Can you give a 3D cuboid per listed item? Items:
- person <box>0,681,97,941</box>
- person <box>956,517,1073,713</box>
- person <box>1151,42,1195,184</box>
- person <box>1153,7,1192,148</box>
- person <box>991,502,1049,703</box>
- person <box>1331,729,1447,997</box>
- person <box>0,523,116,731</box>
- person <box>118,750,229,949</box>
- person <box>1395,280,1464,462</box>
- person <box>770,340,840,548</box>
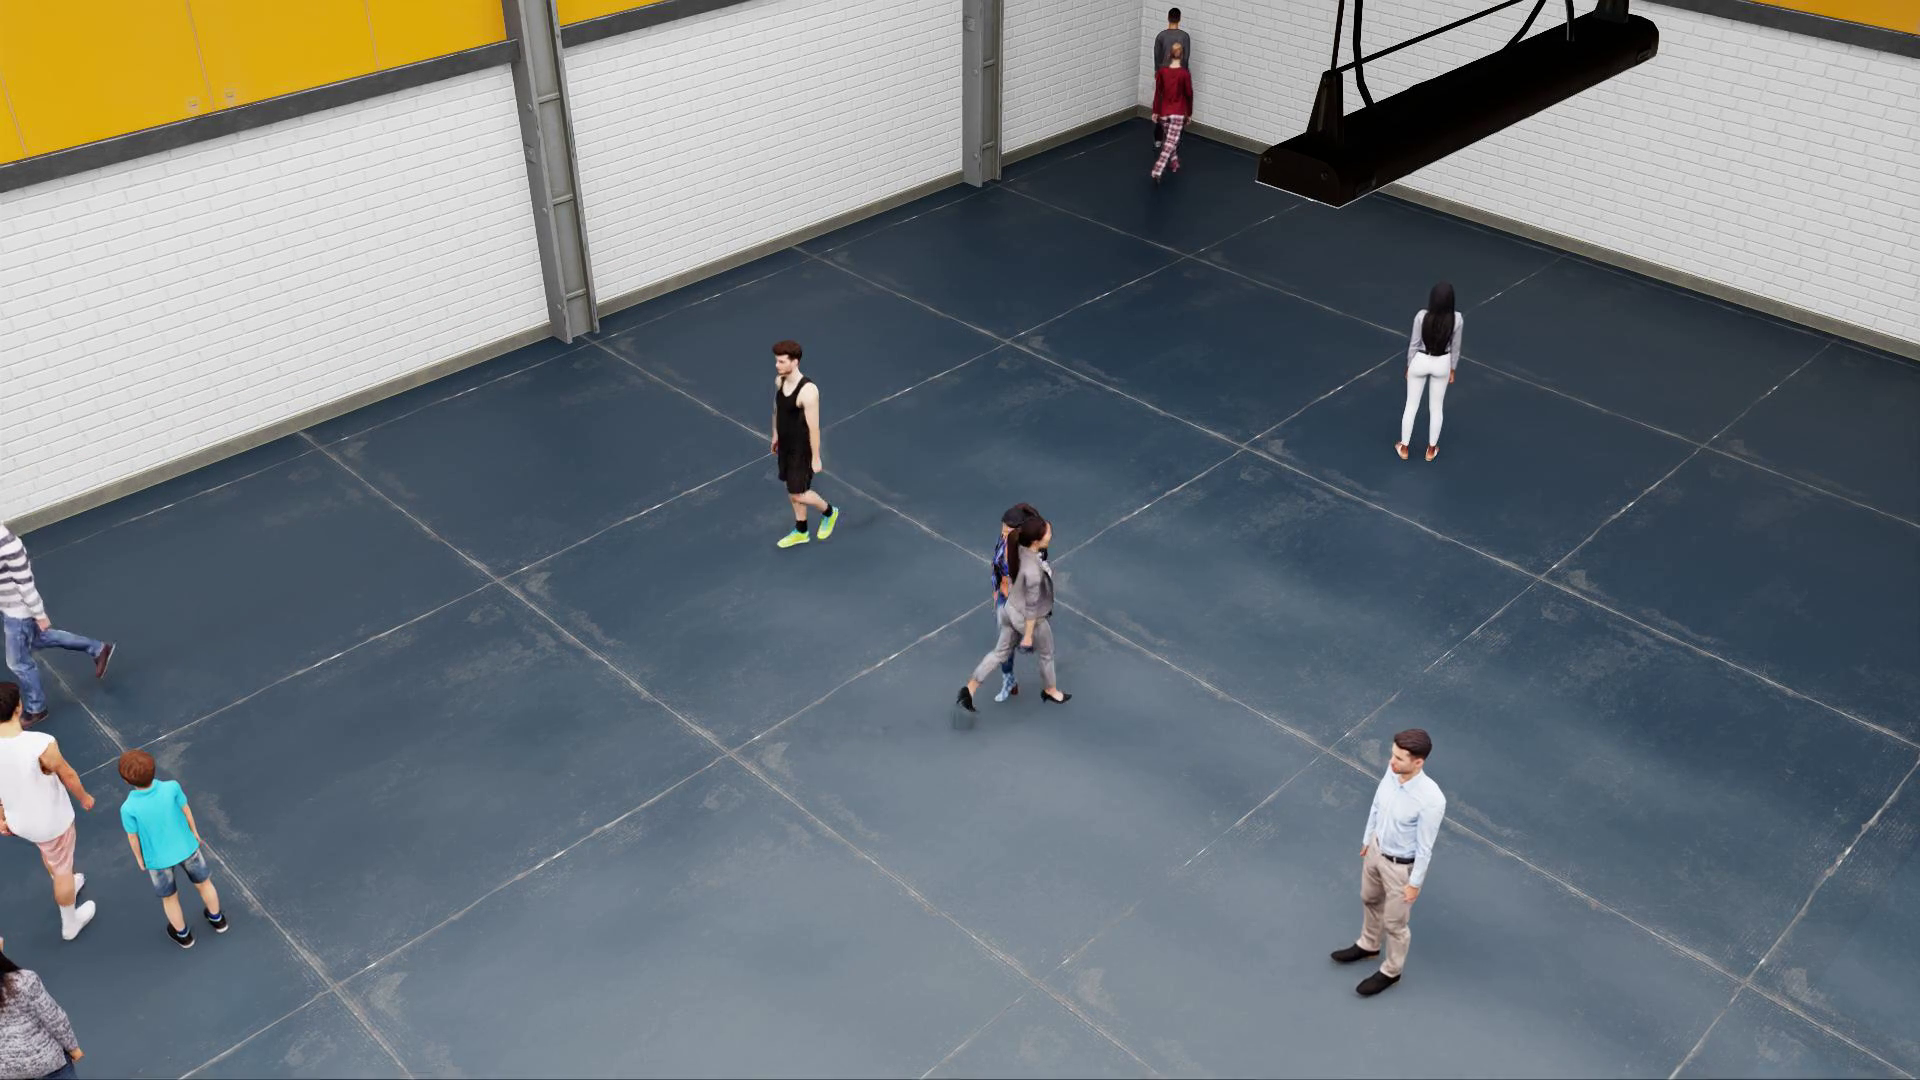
[{"bbox_3d":[-5.492,1.681,9.841,0.808,1.764,0.874,3,34,5],"label":"person"},{"bbox_3d":[0.366,0.579,11.613,1.199,1.638,0.939,-12,36,-18],"label":"person"},{"bbox_3d":[2.554,-5.158,20.216,0.794,1.669,1.107,17,37,24],"label":"person"},{"bbox_3d":[2.703,-5.909,21.263,0.695,1.761,0.718,6,34,9],"label":"person"},{"bbox_3d":[0.456,0.432,11.860,0.679,1.608,0.840,23,40,31],"label":"person"},{"bbox_3d":[2.509,1.825,9.551,0.734,1.845,0.736,-14,36,-20],"label":"person"},{"bbox_3d":[-6.516,0.420,11.687,0.639,1.821,1.083,28,43,35],"label":"person"},{"bbox_3d":[-4.707,1.828,9.903,0.438,1.451,0.581,-27,42,-34],"label":"person"},{"bbox_3d":[4.144,-1.500,14.662,0.674,1.725,0.701,6,34,8],"label":"person"},{"bbox_3d":[-1.250,-0.792,13.455,0.814,1.882,0.748,-22,40,-30],"label":"person"}]
